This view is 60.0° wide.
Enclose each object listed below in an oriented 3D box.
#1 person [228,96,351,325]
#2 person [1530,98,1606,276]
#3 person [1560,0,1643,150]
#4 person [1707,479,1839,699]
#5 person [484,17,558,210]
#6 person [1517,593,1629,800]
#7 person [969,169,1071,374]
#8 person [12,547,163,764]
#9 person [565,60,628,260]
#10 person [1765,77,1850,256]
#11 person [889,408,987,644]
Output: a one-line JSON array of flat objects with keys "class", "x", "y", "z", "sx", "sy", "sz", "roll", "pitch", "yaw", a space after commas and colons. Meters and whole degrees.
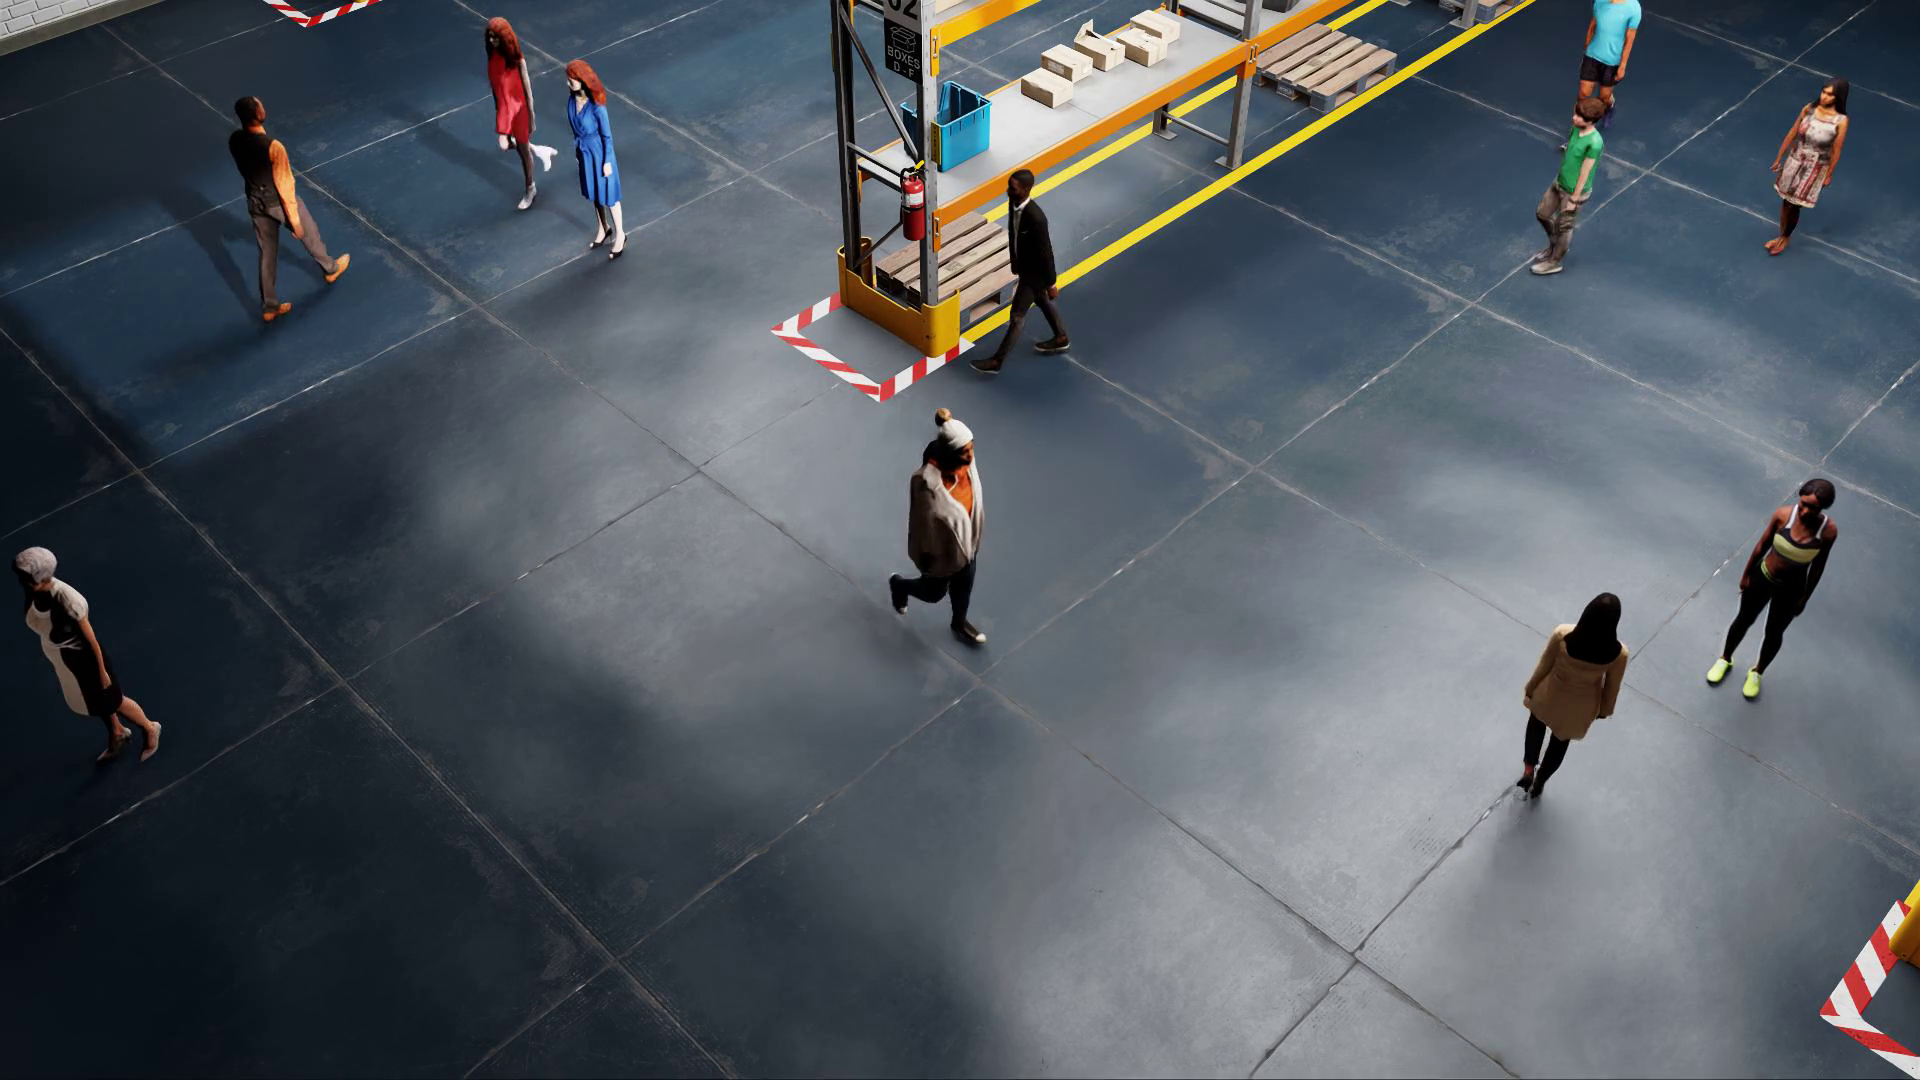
[{"class": "person", "x": -5.594, "y": -2.629, "z": 13.425, "sx": 1.075, "sy": 1.864, "sz": 1.368, "roll": 14, "pitch": 45, "yaw": 14}, {"class": "person", "x": 5.200, "y": -2.954, "z": 13.928, "sx": 0.762, "sy": 1.642, "sz": 0.710, "roll": -9, "pitch": 44, "yaw": -9}, {"class": "person", "x": 6.033, "y": -4.494, "z": 15.461, "sx": 0.648, "sy": 1.757, "sz": 0.948, "roll": 33, "pitch": 53, "yaw": 30}, {"class": "person", "x": 5.144, "y": 0.280, "z": 10.453, "sx": 0.583, "sy": 1.753, "sz": 0.538, "roll": 27, "pitch": 50, "yaw": 26}, {"class": "person", "x": -3.860, "y": -3.807, "z": 14.703, "sx": 0.723, "sy": 1.808, "sz": 0.896, "roll": 24, "pitch": 49, "yaw": 23}, {"class": "person", "x": 3.540, "y": 0.993, "z": 9.763, "sx": 0.784, "sy": 1.671, "sz": 0.813, "roll": 18, "pitch": 47, "yaw": 18}, {"class": "person", "x": 0.631, "y": -2.095, "z": 12.951, "sx": 1.257, "sy": 1.746, "sz": 0.994, "roll": -15, "pitch": 46, "yaw": -15}, {"class": "person", "x": -5.256, "y": 0.697, "z": 10.008, "sx": 0.672, "sy": 1.763, "sz": 0.662, "roll": 25, "pitch": 49, "yaw": 24}, {"class": "person", "x": -3.077, "y": -3.231, "z": 14.086, "sx": 0.605, "sy": 1.826, "sz": 0.558, "roll": 34, "pitch": 53, "yaw": 30}, {"class": "person", "x": 7.286, "y": -3.215, "z": 14.207, "sx": 0.690, "sy": 1.635, "sz": 0.710, "roll": -26, "pitch": 49, "yaw": -24}, {"class": "person", "x": -0.157, "y": -0.088, "z": 10.750, "sx": 0.771, "sy": 1.876, "sz": 0.886, "roll": 32, "pitch": 52, "yaw": 29}]
